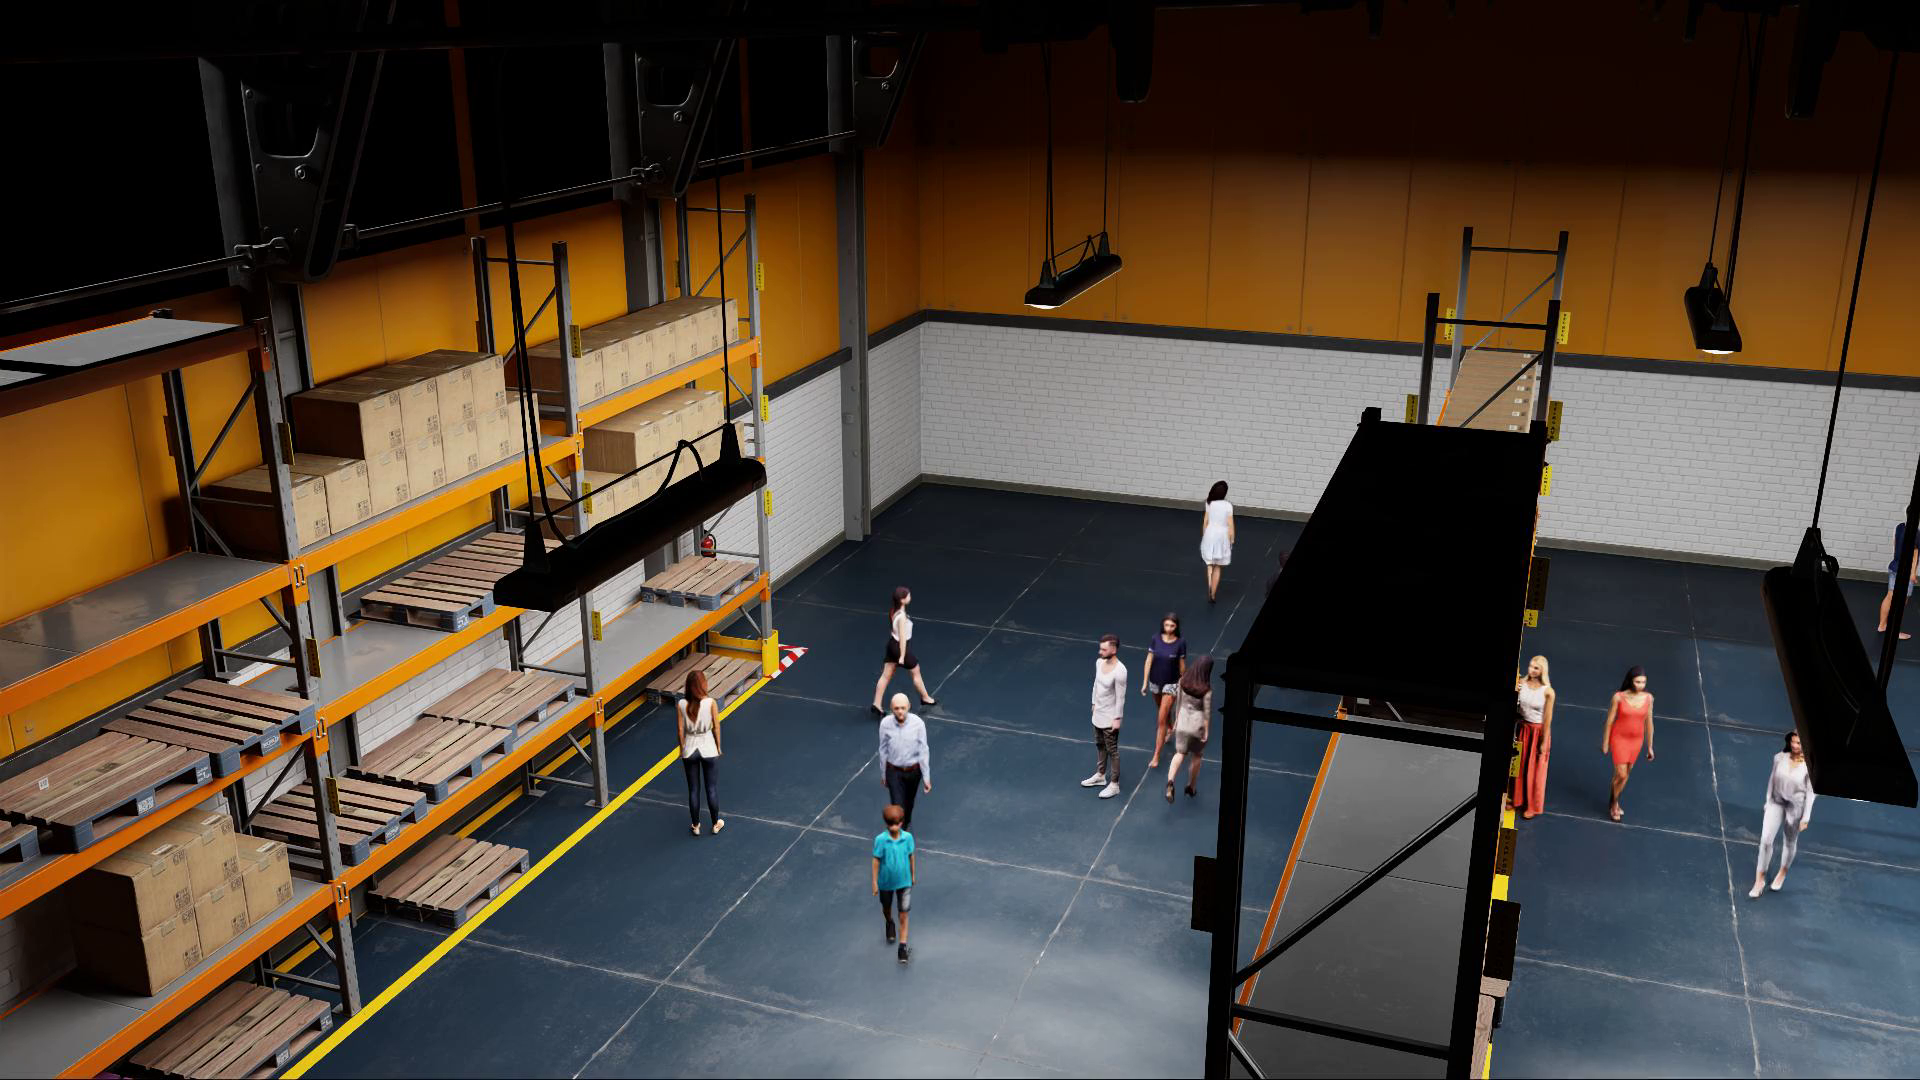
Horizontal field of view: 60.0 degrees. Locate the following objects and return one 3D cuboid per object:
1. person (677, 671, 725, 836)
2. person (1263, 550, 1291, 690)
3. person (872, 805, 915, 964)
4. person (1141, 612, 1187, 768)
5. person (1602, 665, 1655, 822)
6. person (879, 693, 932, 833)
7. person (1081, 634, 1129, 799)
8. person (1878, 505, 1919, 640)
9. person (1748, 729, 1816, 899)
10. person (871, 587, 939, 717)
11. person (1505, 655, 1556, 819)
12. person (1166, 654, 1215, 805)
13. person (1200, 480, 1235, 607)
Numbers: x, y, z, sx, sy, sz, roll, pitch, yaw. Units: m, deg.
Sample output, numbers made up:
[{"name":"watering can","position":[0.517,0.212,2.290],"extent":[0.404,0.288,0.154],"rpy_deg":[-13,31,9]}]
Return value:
[{"name":"person","position":[-2.653,2.176,16.955],"extent":[0.661,1.782,0.643],"rpy_deg":[0,19,-1]},{"name":"person","position":[4.022,1.008,20.479],"extent":[0.827,1.746,0.867],"rpy_deg":[-3,19,-10]},{"name":"person","position":[-0.600,3.027,15.006],"extent":[0.818,1.413,1.037],"rpy_deg":[-2,19,-6]},{"name":"person","position":[2.330,1.613,18.737],"extent":[0.677,1.713,1.194],"rpy_deg":[9,21,26]},{"name":"person","position":[6.926,2.074,17.381],"extent":[0.722,1.703,0.755],"rpy_deg":[-3,19,-8]},{"name":"person","position":[-0.556,2.326,16.571],"extent":[1.037,1.744,1.303],"rpy_deg":[-2,19,-7]},{"name":"person","position":[1.585,1.850,17.841],"extent":[0.788,1.834,0.748],"rpy_deg":[-10,21,-28]},{"name":"person","position":[12.572,0.387,22.168],"extent":[0.748,1.846,0.600],"rpy_deg":[0,19,-1]},{"name":"person","position":[7.921,2.568,15.846],"extent":[0.933,1.747,0.811],"rpy_deg":[-17,25,-41]},{"name":"person","position":[-0.795,1.357,19.681],"extent":[1.106,1.595,1.044],"rpy_deg":[-8,20,-24]},{"name":"person","position":[5.972,2.033,17.352],"extent":[0.750,1.800,0.721],"rpy_deg":[-15,24,-38]},{"name":"person","position":[2.392,2.032,17.490],"extent":[0.789,1.714,1.025],"rpy_deg":[13,22,33]},{"name":"person","position":[3.551,0.075,23.160],"extent":[0.716,1.805,0.829],"rpy_deg":[9,21,26]}]
